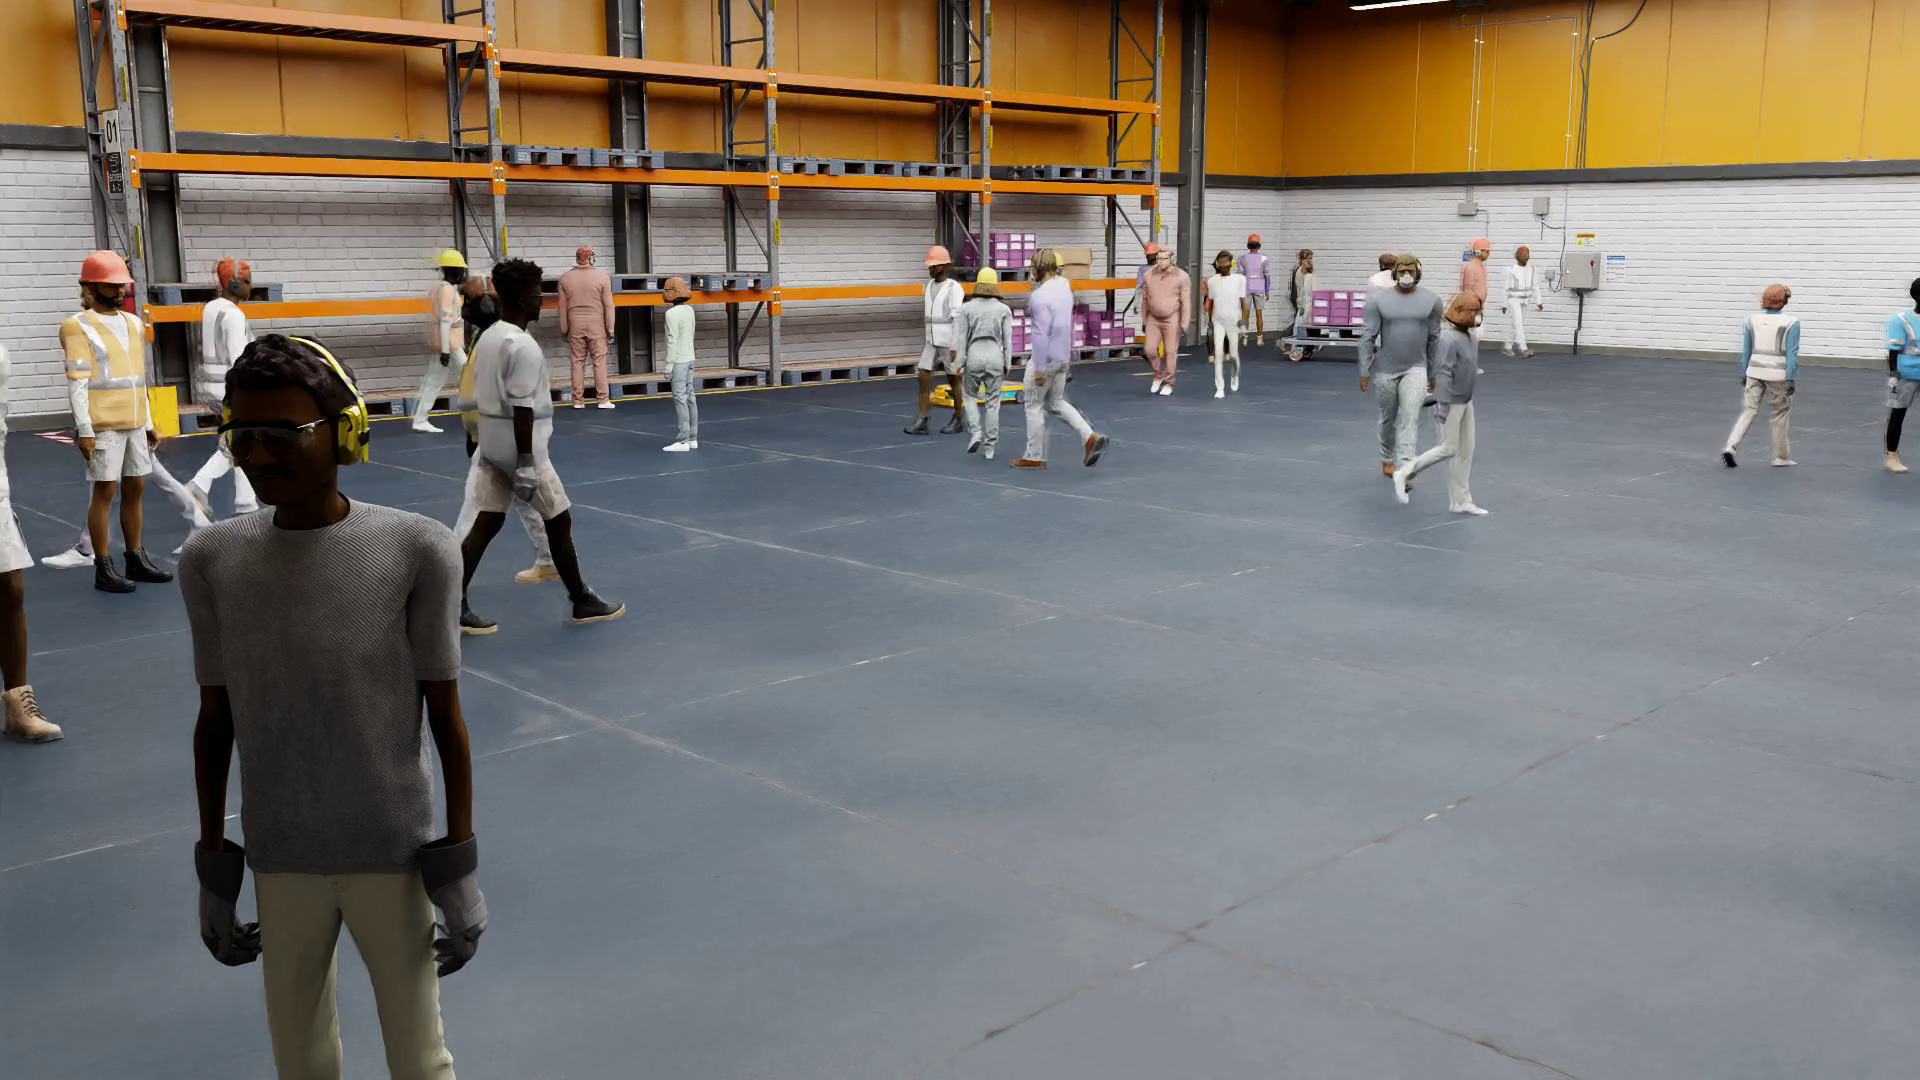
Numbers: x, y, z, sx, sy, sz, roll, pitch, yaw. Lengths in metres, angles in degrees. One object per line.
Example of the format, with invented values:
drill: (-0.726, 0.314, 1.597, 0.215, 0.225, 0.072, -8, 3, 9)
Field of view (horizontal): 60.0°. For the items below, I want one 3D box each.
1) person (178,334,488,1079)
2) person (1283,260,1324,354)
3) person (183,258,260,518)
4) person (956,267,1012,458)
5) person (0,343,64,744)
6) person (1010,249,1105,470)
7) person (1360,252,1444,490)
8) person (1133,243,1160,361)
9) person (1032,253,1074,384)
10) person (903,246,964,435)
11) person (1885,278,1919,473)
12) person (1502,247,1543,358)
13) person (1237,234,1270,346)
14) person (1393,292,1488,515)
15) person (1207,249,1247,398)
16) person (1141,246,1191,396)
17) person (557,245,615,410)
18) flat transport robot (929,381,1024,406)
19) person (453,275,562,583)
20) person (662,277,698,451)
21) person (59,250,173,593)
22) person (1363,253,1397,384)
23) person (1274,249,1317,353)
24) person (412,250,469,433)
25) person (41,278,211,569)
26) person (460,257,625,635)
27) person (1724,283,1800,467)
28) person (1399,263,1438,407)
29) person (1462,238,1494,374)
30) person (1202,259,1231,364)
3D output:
person: (-1.088, 0.572, 2.918, 0.511, 1.866, 0.319, 0, 10, 0)
person: (5.876, -3.945, 28.228, 0.647, 1.612, 0.530, 2, 11, 12)
person: (-5.081, -1.008, 11.503, 0.525, 1.869, 0.595, -9, 14, -41)
person: (0.218, -1.612, 15.167, 0.518, 1.728, 0.389, -1, 10, -5)
person: (-4.065, -0.185, 6.633, 0.879, 2.020, 0.604, 4, 11, 23)
person: (0.823, -1.527, 14.213, 0.765, 1.913, 0.632, 6, 12, 30)
person: (3.591, -1.397, 13.591, 0.649, 1.894, 1.025, 2, 11, 11)
person: (3.054, -3.816, 26.748, 0.570, 1.887, 0.964, 6, 12, 31)
person: (1.231, -2.965, 22.407, 0.603, 1.788, 0.954, 7, 12, 32)
person: (-0.247, -1.990, 16.745, 0.563, 1.903, 0.872, 9, 14, 42)
person: (8.076, -1.362, 13.949, 0.557, 1.668, 0.727, 0, 10, -1)
person: (9.318, -3.947, 27.648, 0.594, 1.840, 0.981, -3, 11, -17)
person: (5.364, -4.570, 30.451, 0.608, 2.048, 0.365, 2, 11, 9)
person: (3.547, -0.995, 12.122, 0.615, 1.618, 0.508, 8, 13, 38)
person: (3.367, -2.717, 20.910, 0.519, 1.846, 0.723, 3, 11, 18)
person: (2.579, -2.759, 21.004, 0.666, 1.884, 0.433, 5, 11, 25)
person: (-4.321, -2.463, 19.343, 0.654, 1.906, 0.407, 1, 10, 5)
flat transport robot: (0.292, -1.773, 20.044, 1.431, 0.197, 0.652, -7, 13, -35)
person: (-2.712, -0.599, 9.481, 0.947, 1.788, 0.664, -4, 11, -21)
person: (-2.646, -1.652, 15.665, 0.279, 1.633, 0.501, 3, 11, 13)
person: (-4.809, -0.675, 9.505, 0.356, 1.936, 0.551, 3, 11, 16)
person: (5.708, -2.923, 22.170, 0.630, 1.801, 0.932, -2, 11, -10)
person: (5.789, -4.103, 28.610, 0.787, 1.808, 0.547, -1, 10, -6)
person: (-5.189, -2.021, 17.016, 0.986, 1.873, 0.606, -4, 11, -21)
person: (-5.170, -0.756, 10.320, 1.033, 1.817, 0.492, -8, 13, -37)
person: (-2.249, -0.468, 8.452, 0.988, 1.918, 0.619, -8, 13, -38)
person: (7.017, -1.420, 14.459, 0.731, 1.615, 0.530, -6, 12, -31)
person: (5.315, -2.415, 19.543, 0.549, 1.719, 0.897, -3, 11, -17)
person: (7.517, -3.393, 24.202, 0.431, 1.977, 0.637, 7, 13, 35)
person: (4.130, -3.647, 26.453, 0.538, 1.670, 0.739, 5, 11, 24)
